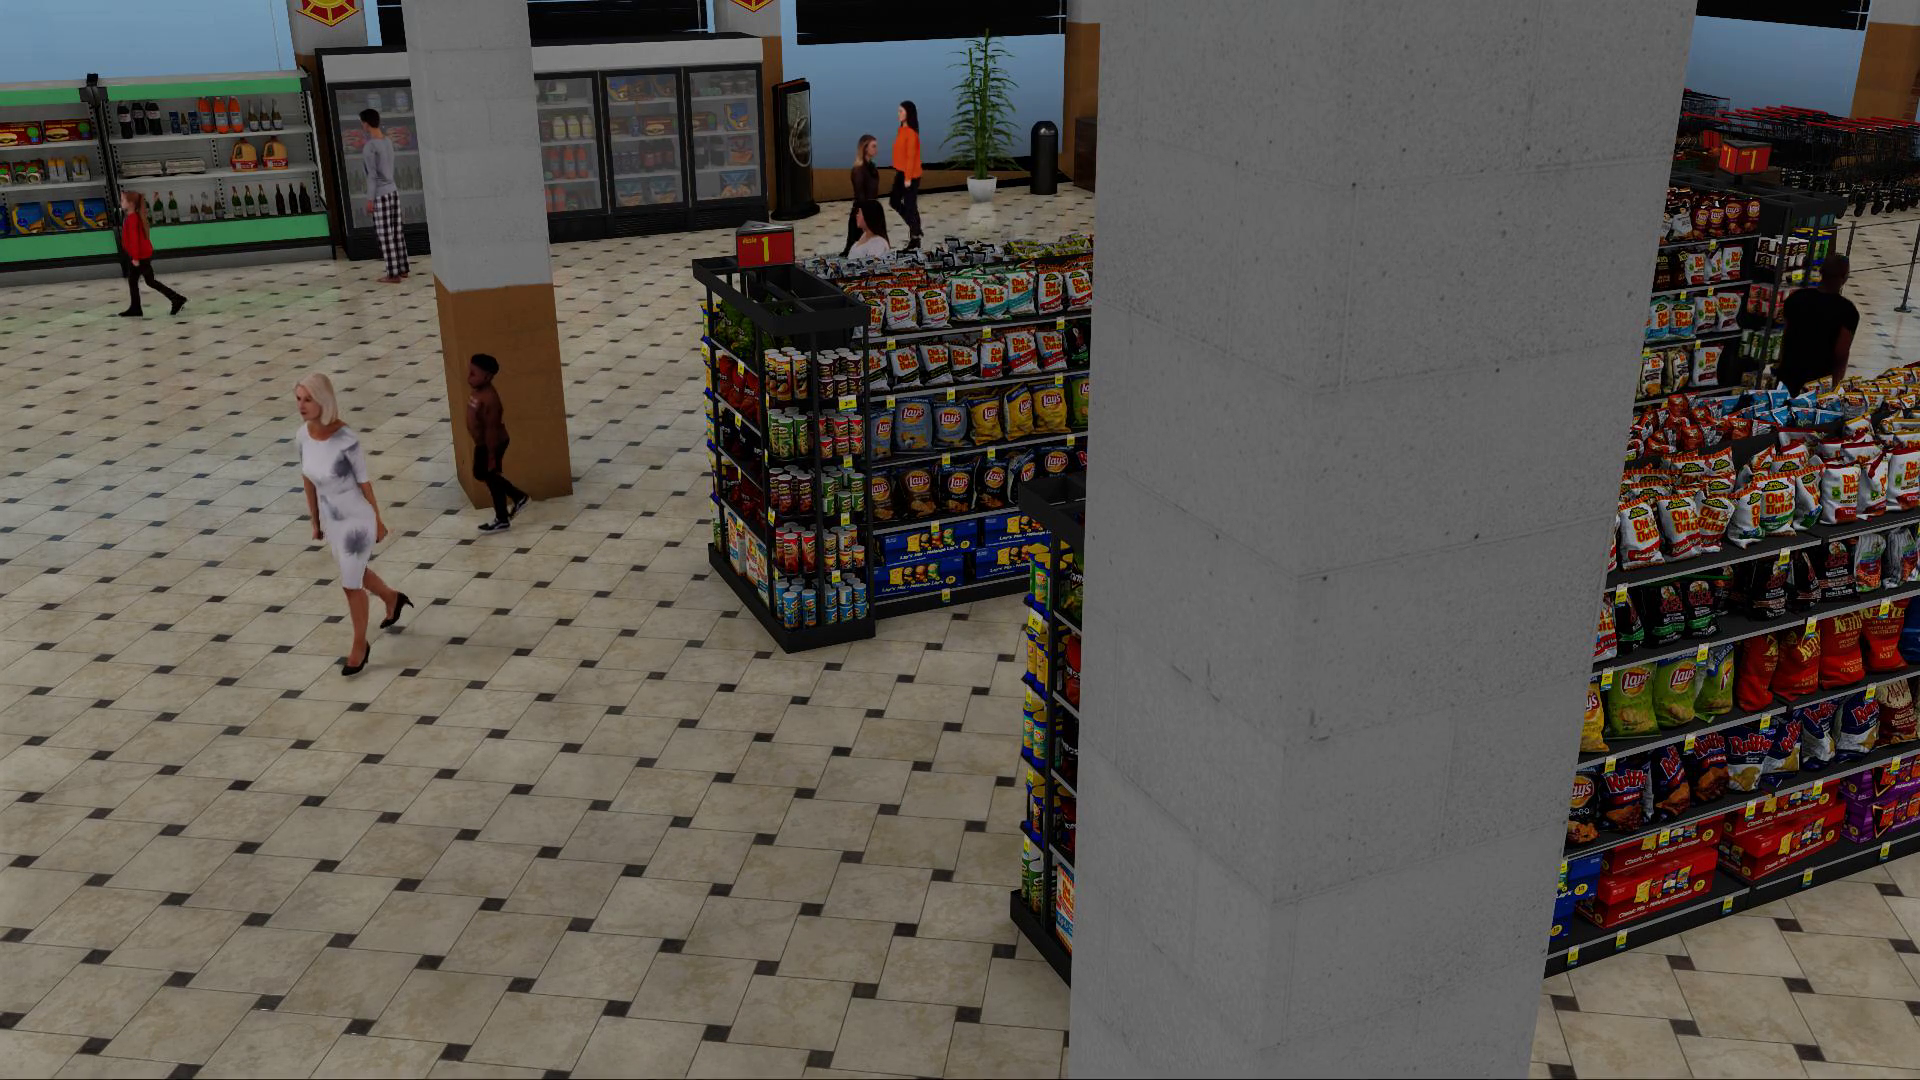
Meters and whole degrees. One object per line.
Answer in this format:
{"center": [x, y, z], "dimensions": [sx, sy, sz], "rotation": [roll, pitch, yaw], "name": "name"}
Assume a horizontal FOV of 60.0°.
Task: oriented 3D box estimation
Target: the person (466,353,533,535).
{"center": [-3.097, -0.657, 11.188], "dimensions": [0.608, 1.246, 0.528], "rotation": [-10, 24, -24], "name": "person"}

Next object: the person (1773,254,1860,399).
{"center": [5.753, -1.050, 11.424], "dimensions": [1.153, 1.798, 0.844], "rotation": [-16, 27, -34], "name": "person"}

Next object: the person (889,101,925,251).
{"center": [-0.525, -4.253, 19.477], "dimensions": [0.620, 1.738, 0.611], "rotation": [-10, 24, -23], "name": "person"}

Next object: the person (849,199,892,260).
{"center": [-0.731, -2.054, 14.081], "dimensions": [0.701, 1.680, 0.737], "rotation": [-4, 22, -10], "name": "person"}

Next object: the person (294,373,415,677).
{"center": [-3.349, -0.125, 9.236], "dimensions": [0.937, 1.714, 1.010], "rotation": [9, 24, 22], "name": "person"}

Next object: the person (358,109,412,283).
{"center": [-6.253, -3.738, 18.053], "dimensions": [0.732, 1.845, 0.706], "rotation": [4, 22, 11], "name": "person"}

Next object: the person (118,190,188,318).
{"center": [-8.117, -2.836, 16.585], "dimensions": [0.871, 1.265, 0.508], "rotation": [-9, 24, -21], "name": "person"}
